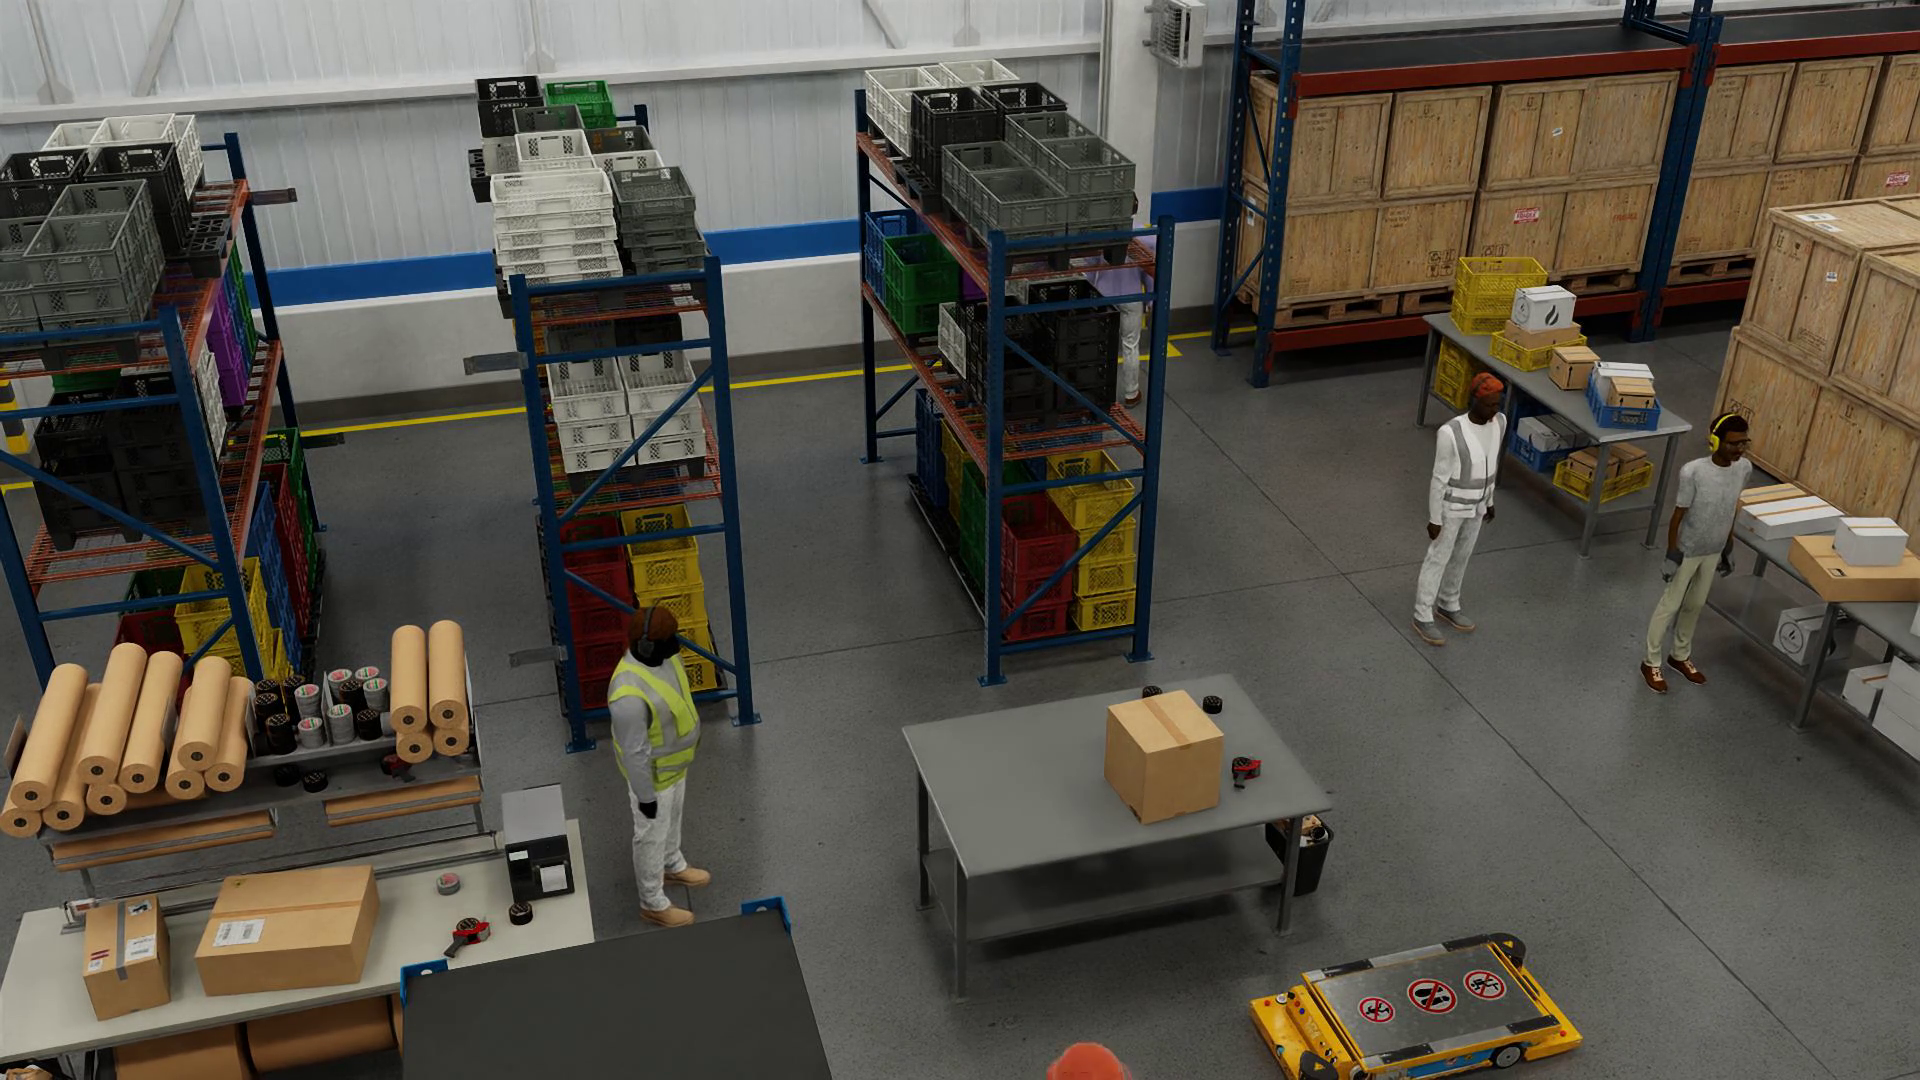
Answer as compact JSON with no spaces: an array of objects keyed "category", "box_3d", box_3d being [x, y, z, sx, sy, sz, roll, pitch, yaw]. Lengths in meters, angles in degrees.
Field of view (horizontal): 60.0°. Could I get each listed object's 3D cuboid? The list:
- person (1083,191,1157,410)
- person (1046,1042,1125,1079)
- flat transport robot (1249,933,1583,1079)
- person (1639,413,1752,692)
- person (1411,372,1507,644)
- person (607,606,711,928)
[{"category":"person","box_3d":[1.351,-2.051,14.145,0.635,1.937,0.355,5,29,10]},{"category":"person","box_3d":[0.365,2.485,5.863,0.654,1.960,0.886,-21,35,-33]},{"category":"flat transport robot","box_3d":[2.184,2.282,7.980,1.431,0.197,0.652,-8,30,-14]},{"category":"person","box_3d":[4.622,0.072,10.353,0.564,1.872,0.317,-9,30,-16]},{"category":"person","box_3d":[3.279,-0.217,10.865,0.585,1.882,0.337,-17,33,-28]},{"category":"person","box_3d":[-1.524,1.135,8.462,0.429,1.836,0.631,4,29,6]}]
